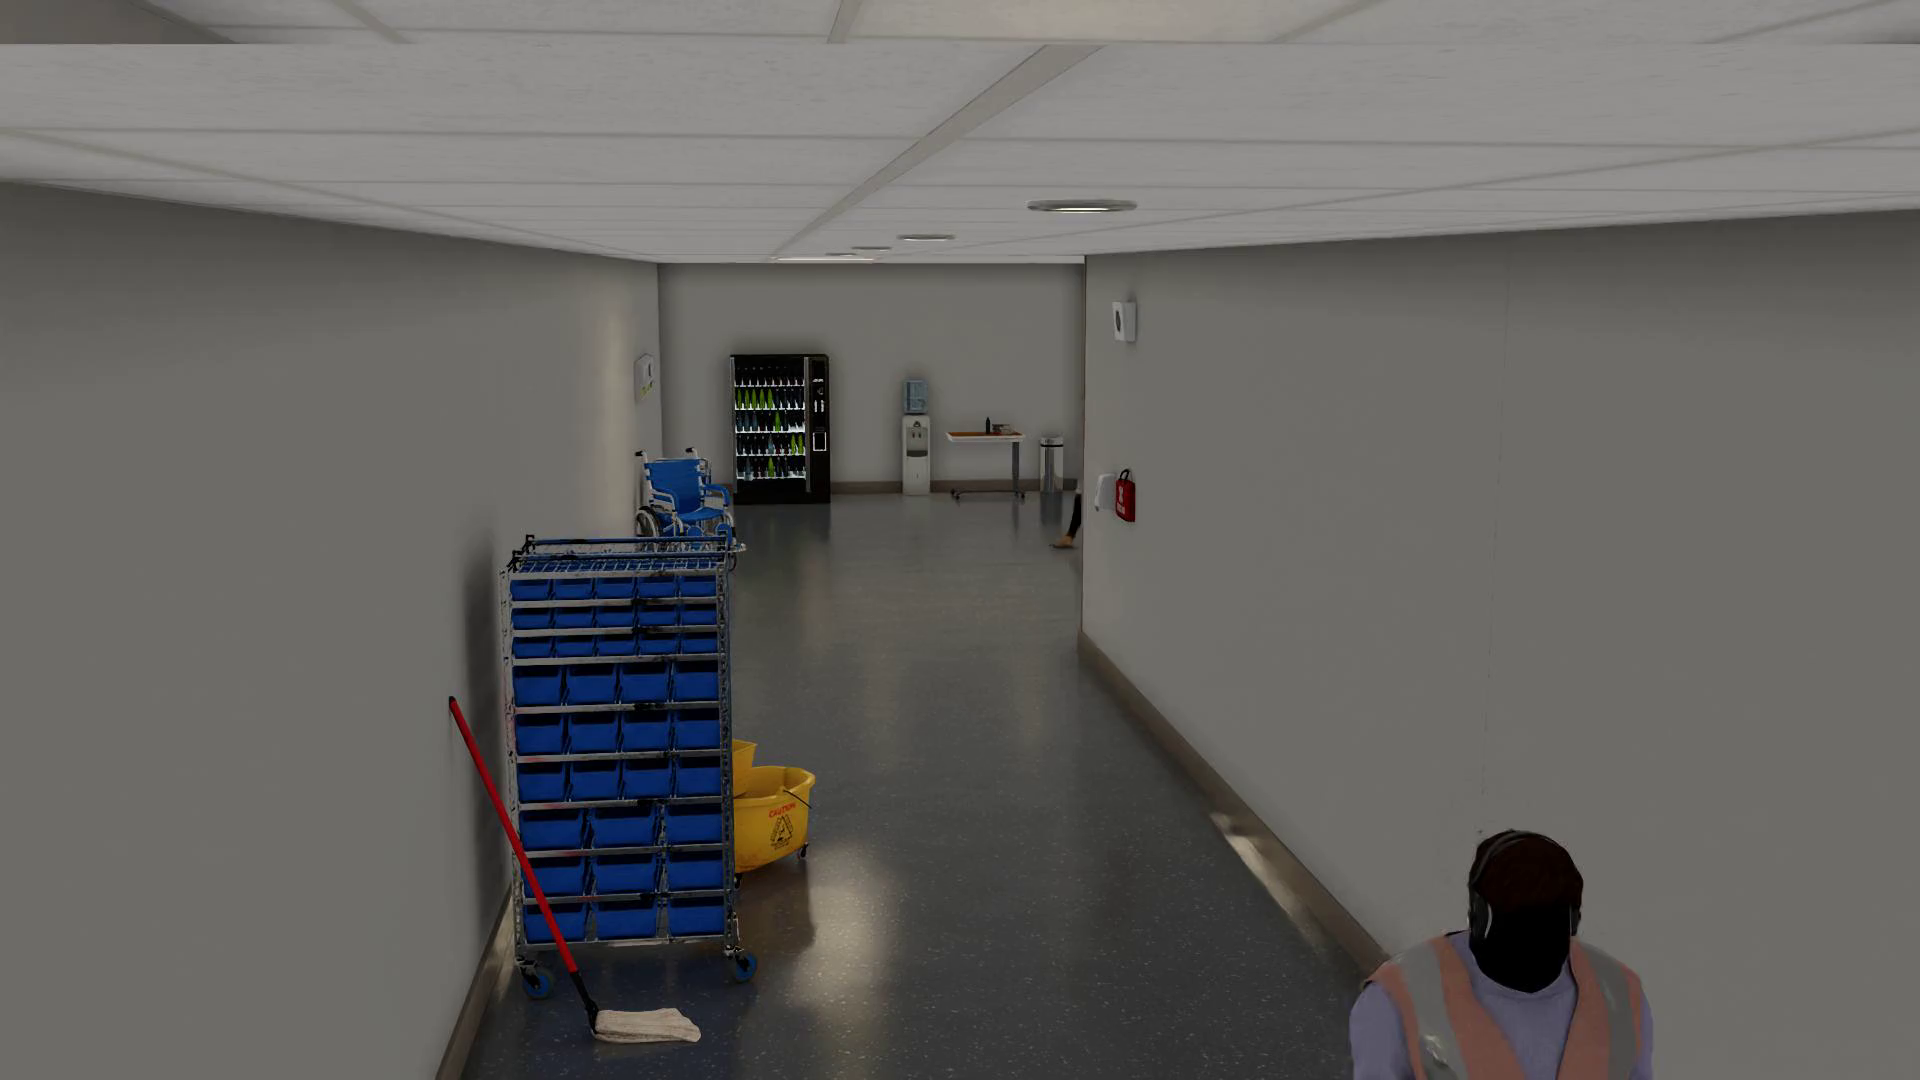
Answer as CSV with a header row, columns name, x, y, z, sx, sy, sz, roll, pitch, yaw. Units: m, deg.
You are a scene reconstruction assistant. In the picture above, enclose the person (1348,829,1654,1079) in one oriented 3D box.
name,x,y,z,sx,sy,sz,roll,pitch,yaw
person,1.122,1.458,3.395,0.645,1.791,0.987,-1,9,-9
